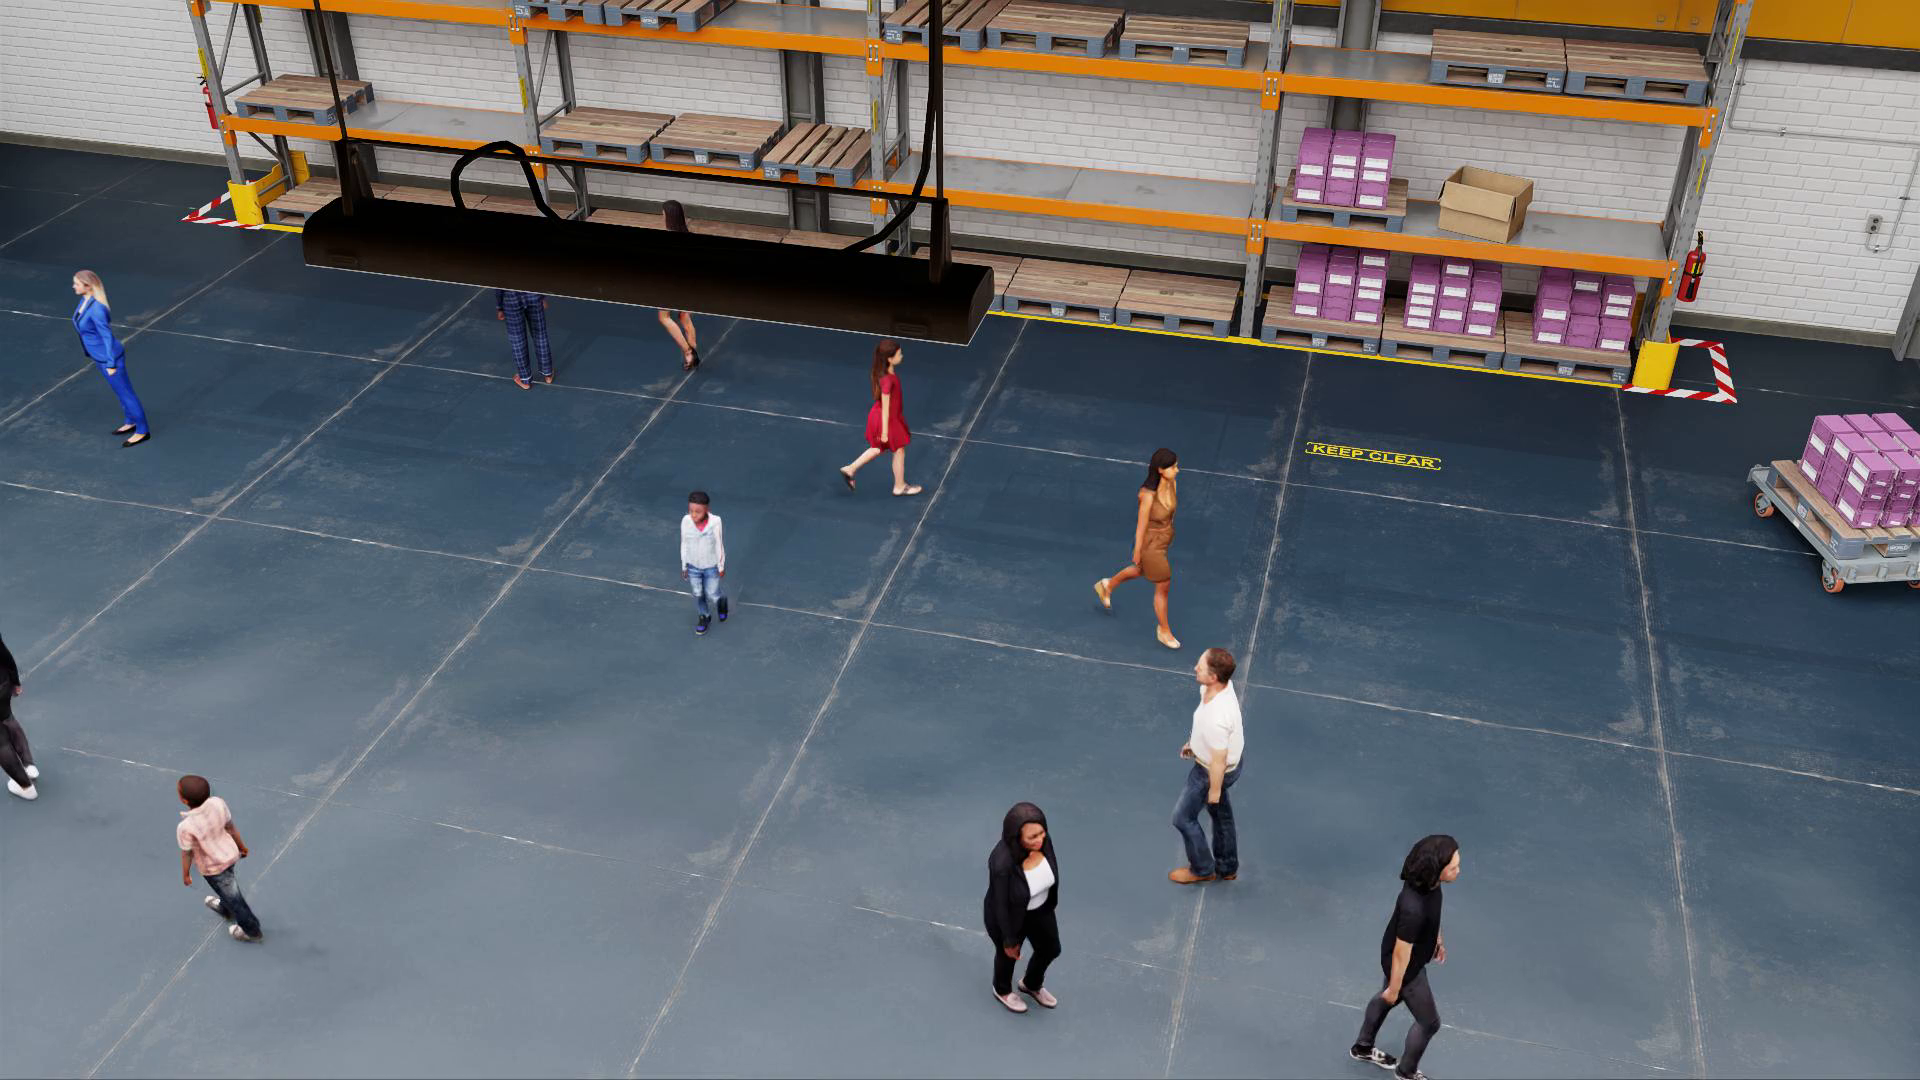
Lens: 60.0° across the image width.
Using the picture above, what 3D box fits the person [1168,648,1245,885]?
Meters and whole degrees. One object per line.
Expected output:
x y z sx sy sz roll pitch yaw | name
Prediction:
1.694 1.450 10.399 0.669 1.838 0.649 9 35 14 | person

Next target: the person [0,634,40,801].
-6.462 1.074 11.115 0.693 1.672 0.691 18 38 25 | person

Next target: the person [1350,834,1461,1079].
2.383 2.274 9.178 0.755 1.817 0.639 10 35 14 | person

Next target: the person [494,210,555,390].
-4.243 -2.336 16.112 0.757 1.819 0.819 -17 37 -24 | person

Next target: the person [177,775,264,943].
-4.467 1.963 10.121 0.762 1.292 0.578 13 36 18 | person

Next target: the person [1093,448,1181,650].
1.406 0.019 12.718 1.141 1.654 0.835 22 39 29 | person

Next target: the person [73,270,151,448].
-7.788 -1.686 15.242 0.760 1.700 0.672 -23 40 -31 | person

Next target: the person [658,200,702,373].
-2.677 -2.439 16.283 0.660 1.801 0.688 15 36 21 | person

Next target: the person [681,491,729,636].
-1.971 0.133 12.912 0.518 1.249 0.546 7 34 10 | person

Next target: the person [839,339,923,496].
-0.713 -1.033 14.414 1.016 1.529 0.787 -5 34 -8 | person

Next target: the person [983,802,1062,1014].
0.278 2.114 9.613 0.789 1.602 0.764 28 43 35 | person
